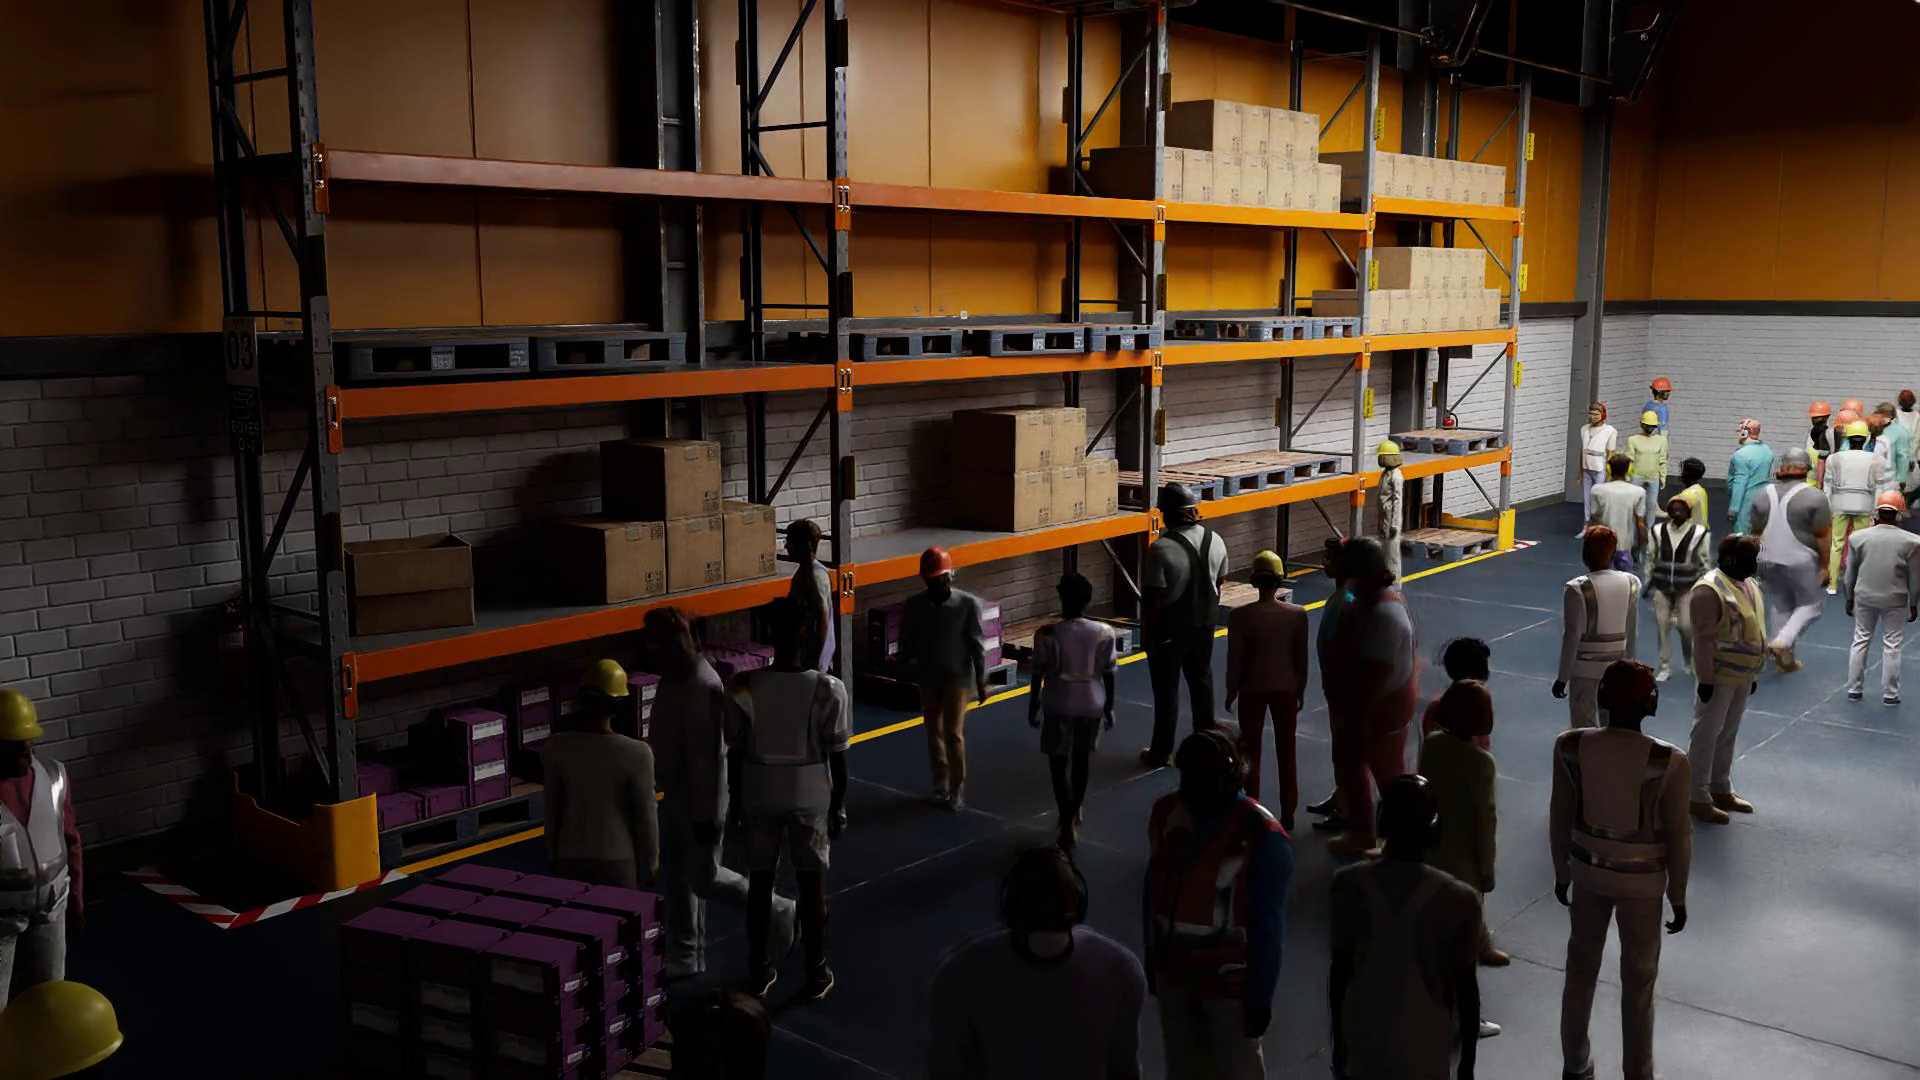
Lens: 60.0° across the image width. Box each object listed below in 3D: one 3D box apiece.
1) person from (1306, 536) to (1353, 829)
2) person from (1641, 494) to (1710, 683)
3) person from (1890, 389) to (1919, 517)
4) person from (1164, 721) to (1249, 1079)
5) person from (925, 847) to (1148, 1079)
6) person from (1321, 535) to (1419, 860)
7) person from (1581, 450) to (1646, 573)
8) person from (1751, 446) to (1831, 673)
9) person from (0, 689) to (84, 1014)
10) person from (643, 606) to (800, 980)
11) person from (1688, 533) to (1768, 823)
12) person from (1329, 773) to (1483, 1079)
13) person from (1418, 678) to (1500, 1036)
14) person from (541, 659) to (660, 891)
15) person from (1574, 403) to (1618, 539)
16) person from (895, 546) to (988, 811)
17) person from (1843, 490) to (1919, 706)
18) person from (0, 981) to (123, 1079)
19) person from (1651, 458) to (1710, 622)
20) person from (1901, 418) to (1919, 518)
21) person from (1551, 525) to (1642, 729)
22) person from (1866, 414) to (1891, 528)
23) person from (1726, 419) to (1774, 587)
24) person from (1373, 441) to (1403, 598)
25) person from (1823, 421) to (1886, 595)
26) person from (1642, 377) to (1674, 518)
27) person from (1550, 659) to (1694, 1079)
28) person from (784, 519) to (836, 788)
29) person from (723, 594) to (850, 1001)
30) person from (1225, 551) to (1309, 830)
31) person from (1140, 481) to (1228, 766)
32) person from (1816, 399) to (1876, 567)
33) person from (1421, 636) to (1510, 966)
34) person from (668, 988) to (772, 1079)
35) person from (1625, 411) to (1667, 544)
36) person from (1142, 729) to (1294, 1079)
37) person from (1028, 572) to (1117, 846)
[{"bbox_3d":[2.415,0.893,10.441,0.390,1.847,0.563,1,9,8],"label":"person"},{"bbox_3d":[6.129,0.411,14.254,0.525,1.626,0.390,7,11,36],"label":"person"},{"bbox_3d":[13.802,-1.255,24.226,0.624,1.869,0.459,1,9,5],"label":"person"},{"bbox_3d":[0.929,1.550,6.283,0.403,1.833,0.601,5,10,27],"label":"person"},{"bbox_3d":[0.192,1.747,4.780,0.644,1.912,0.849,-1,9,-10],"label":"person"},{"bbox_3d":[2.415,0.917,9.662,0.630,2.000,0.716,0,9,2],"label":"person"},{"bbox_3d":[6.136,0.084,15.658,0.524,1.857,0.425,2,9,11],"label":"person"},{"bbox_3d":[7.228,0.171,14.474,0.650,2.000,0.727,-5,10,-28],"label":"person"},{"bbox_3d":[-3.795,1.490,6.674,0.403,1.825,0.595,5,10,30],"label":"person"},{"bbox_3d":[-1.213,1.237,8.136,0.742,1.874,0.689,-3,9,-21],"label":"person"},{"bbox_3d":[4.918,0.864,10.649,0.621,1.843,0.429,-7,11,-37],"label":"person"},{"bbox_3d":[1.420,1.684,5.442,0.509,1.824,0.666,5,10,28],"label":"person"},{"bbox_3d":[2.280,1.436,7.623,0.286,1.633,0.501,-3,9,-18],"label":"person"},{"bbox_3d":[-1.600,1.403,7.454,0.535,1.756,0.338,1,9,8],"label":"person"},{"bbox_3d":[8.433,-0.894,22.006,0.384,1.837,0.564,-4,10,-23],"label":"person"},{"bbox_3d":[-0.134,0.896,10.759,0.595,1.732,0.490,3,9,18],"label":"person"},{"bbox_3d":[7.497,0.467,13.523,0.568,1.744,0.349,8,12,42],"label":"person"},{"bbox_3d":[-1.926,1.898,3.704,0.588,1.927,0.370,4,10,24],"label":"person"},{"bbox_3d":[7.250,0.009,16.736,0.543,1.666,0.550,6,11,34],"label":"person"},{"bbox_3d":[13.603,-1.167,23.394,0.633,1.957,0.862,-3,9,-16],"label":"person"},{"bbox_3d":[4.065,0.842,10.656,0.573,1.883,0.354,-3,9,-20],"label":"person"},{"bbox_3d":[11.084,-0.611,20.162,0.339,1.857,0.746,6,11,33],"label":"person"},{"bbox_3d":[8.763,-0.398,18.577,0.645,1.907,0.400,-6,11,-36],"label":"person"},{"bbox_3d":[4.584,-0.185,17.794,0.370,1.730,0.556,0,9,0],"label":"person"},{"bbox_3d":[9.722,-0.336,18.138,0.587,1.920,0.396,4,10,26],"label":"person"},{"bbox_3d":[10.178,-1.351,24.284,0.372,2.044,0.607,-1,9,-5],"label":"person"},{"bbox_3d":[2.740,1.421,6.920,0.575,1.885,0.355,7,11,39],"label":"person"},{"bbox_3d":[-1.015,0.771,11.233,0.342,1.845,0.506,-2,9,-14],"label":"person"},{"bbox_3d":[-0.823,1.230,7.932,0.599,1.958,0.379,0,9,0],"label":"person"},{"bbox_3d":[1.909,0.945,10.385,0.523,1.762,0.328,0,9,-3],"label":"person"},{"bbox_3d":[1.538,0.578,11.851,0.682,2.000,0.535,-5,10,-31],"label":"person"},{"bbox_3d":[10.663,-0.687,20.054,0.613,2.029,0.409,5,10,30],"label":"person"},{"bbox_3d":[2.442,1.290,8.393,0.531,1.670,0.662,-8,12,-43],"label":"person"},{"bbox_3d":[-0.474,1.919,3.879,0.367,1.833,0.521,-2,9,-11],"label":"person"},{"bbox_3d":[8.941,-0.807,21.692,0.525,1.760,0.340,1,9,8],"label":"person"},{"bbox_3d":[0.903,1.580,6.078,0.430,1.833,0.621,-8,12,-42],"label":"person"},{"bbox_3d":[0.693,1.020,10.208,0.539,1.670,0.781,-2,9,-12],"label":"person"}]
